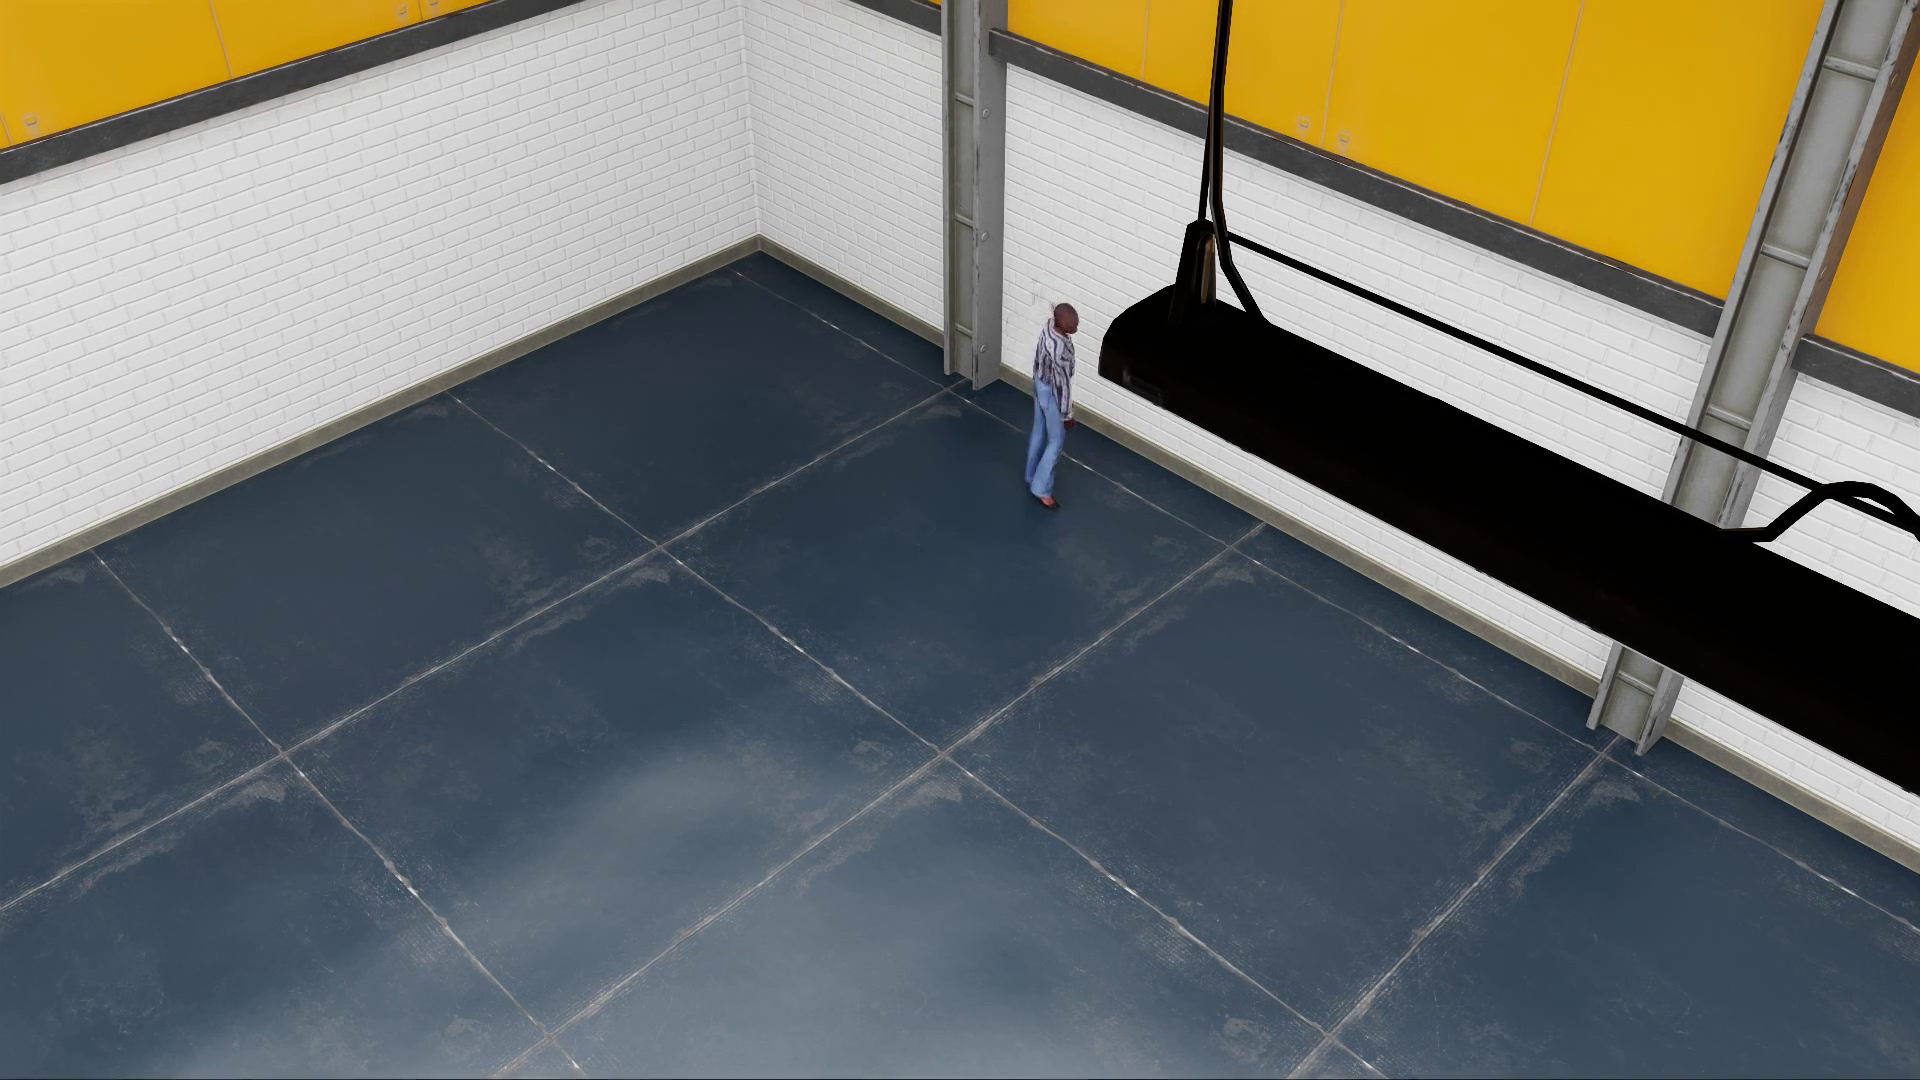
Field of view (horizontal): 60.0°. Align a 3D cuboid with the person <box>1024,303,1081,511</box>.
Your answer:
[{"bbox_3d":[0.631,-1.065,12.330,0.876,1.771,0.730,-16,41,-19],"label":"person"}]
